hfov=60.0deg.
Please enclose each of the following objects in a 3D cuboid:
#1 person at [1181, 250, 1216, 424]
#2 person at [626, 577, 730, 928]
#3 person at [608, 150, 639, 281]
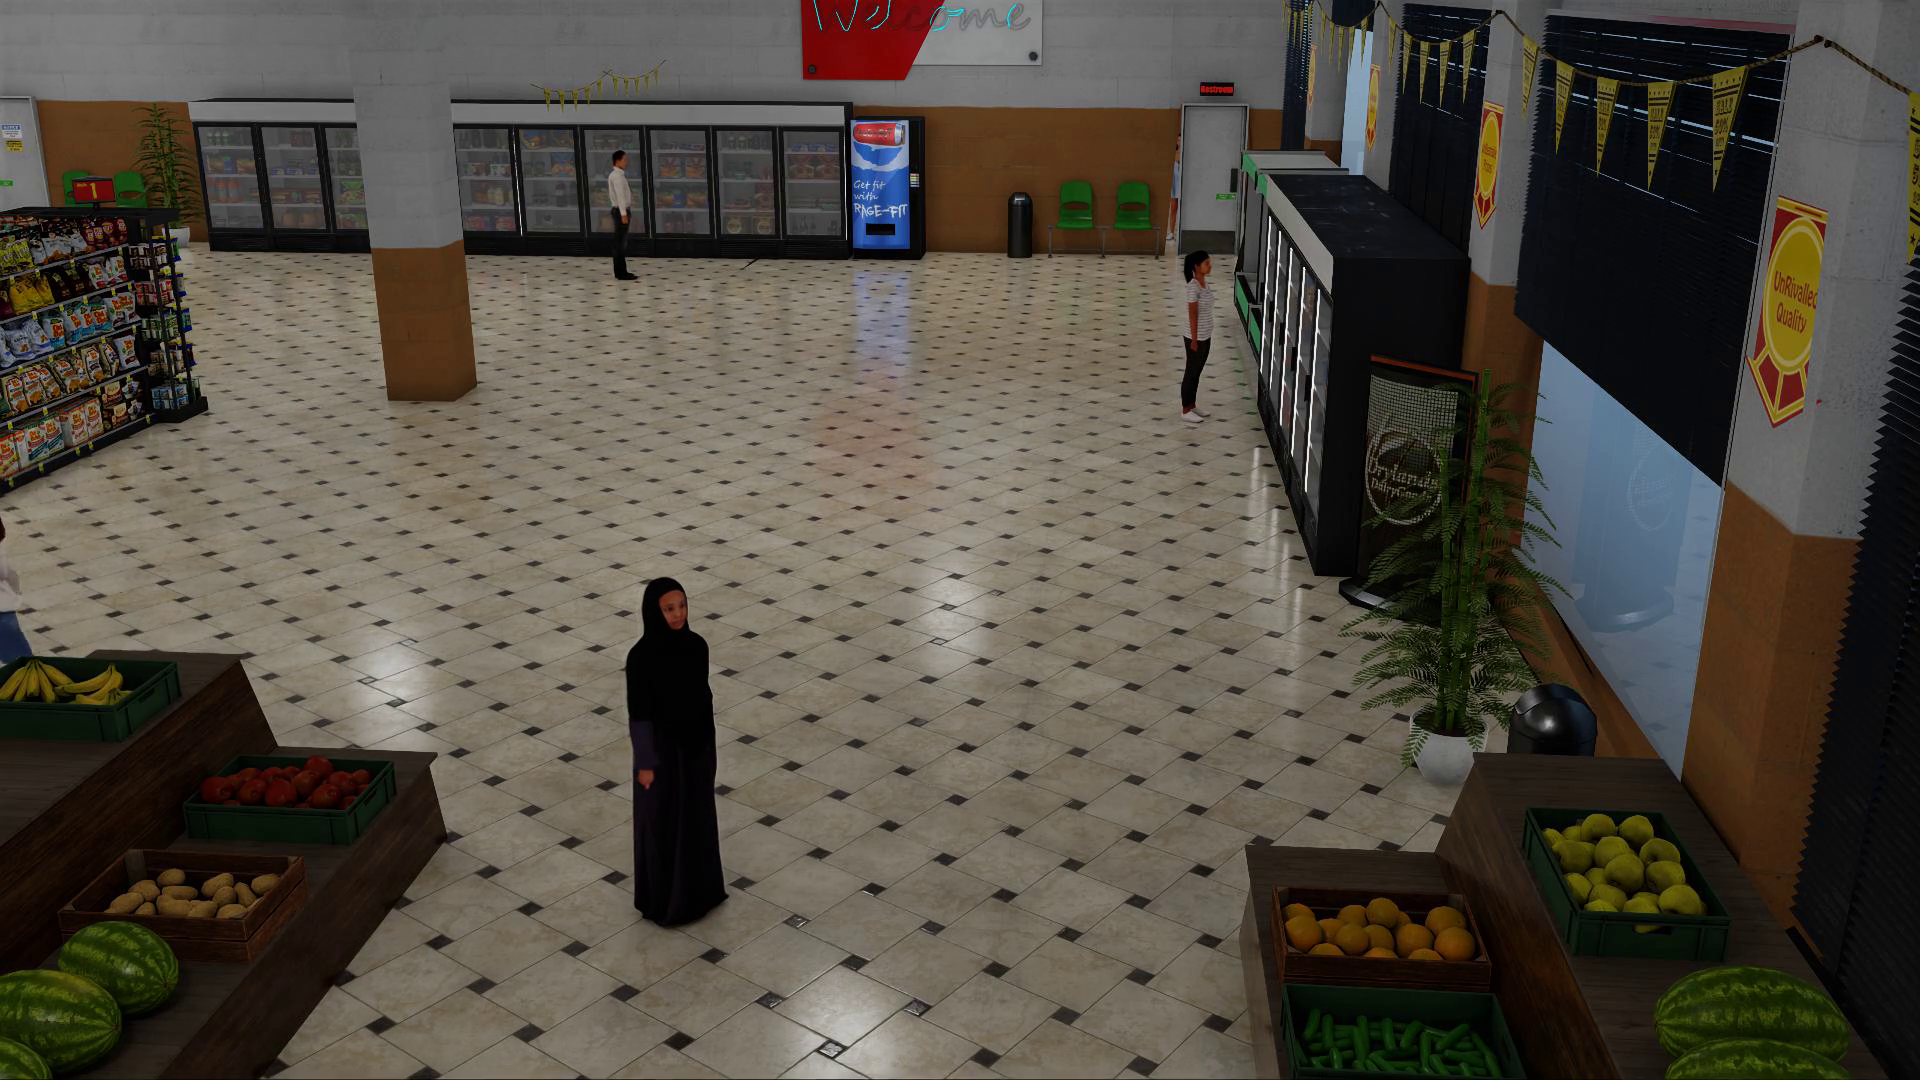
[{"bbox_3d":[2.286,-1.977,16.077,0.692,1.647,0.568,8,20,22],"label":"person"},{"bbox_3d":[-1.291,0.934,7.497,0.708,1.614,0.779,-18,25,-42],"label":"person"},{"bbox_3d":[-4.848,-4.633,23.704,0.797,1.807,0.636,-6,19,-16],"label":"person"}]
